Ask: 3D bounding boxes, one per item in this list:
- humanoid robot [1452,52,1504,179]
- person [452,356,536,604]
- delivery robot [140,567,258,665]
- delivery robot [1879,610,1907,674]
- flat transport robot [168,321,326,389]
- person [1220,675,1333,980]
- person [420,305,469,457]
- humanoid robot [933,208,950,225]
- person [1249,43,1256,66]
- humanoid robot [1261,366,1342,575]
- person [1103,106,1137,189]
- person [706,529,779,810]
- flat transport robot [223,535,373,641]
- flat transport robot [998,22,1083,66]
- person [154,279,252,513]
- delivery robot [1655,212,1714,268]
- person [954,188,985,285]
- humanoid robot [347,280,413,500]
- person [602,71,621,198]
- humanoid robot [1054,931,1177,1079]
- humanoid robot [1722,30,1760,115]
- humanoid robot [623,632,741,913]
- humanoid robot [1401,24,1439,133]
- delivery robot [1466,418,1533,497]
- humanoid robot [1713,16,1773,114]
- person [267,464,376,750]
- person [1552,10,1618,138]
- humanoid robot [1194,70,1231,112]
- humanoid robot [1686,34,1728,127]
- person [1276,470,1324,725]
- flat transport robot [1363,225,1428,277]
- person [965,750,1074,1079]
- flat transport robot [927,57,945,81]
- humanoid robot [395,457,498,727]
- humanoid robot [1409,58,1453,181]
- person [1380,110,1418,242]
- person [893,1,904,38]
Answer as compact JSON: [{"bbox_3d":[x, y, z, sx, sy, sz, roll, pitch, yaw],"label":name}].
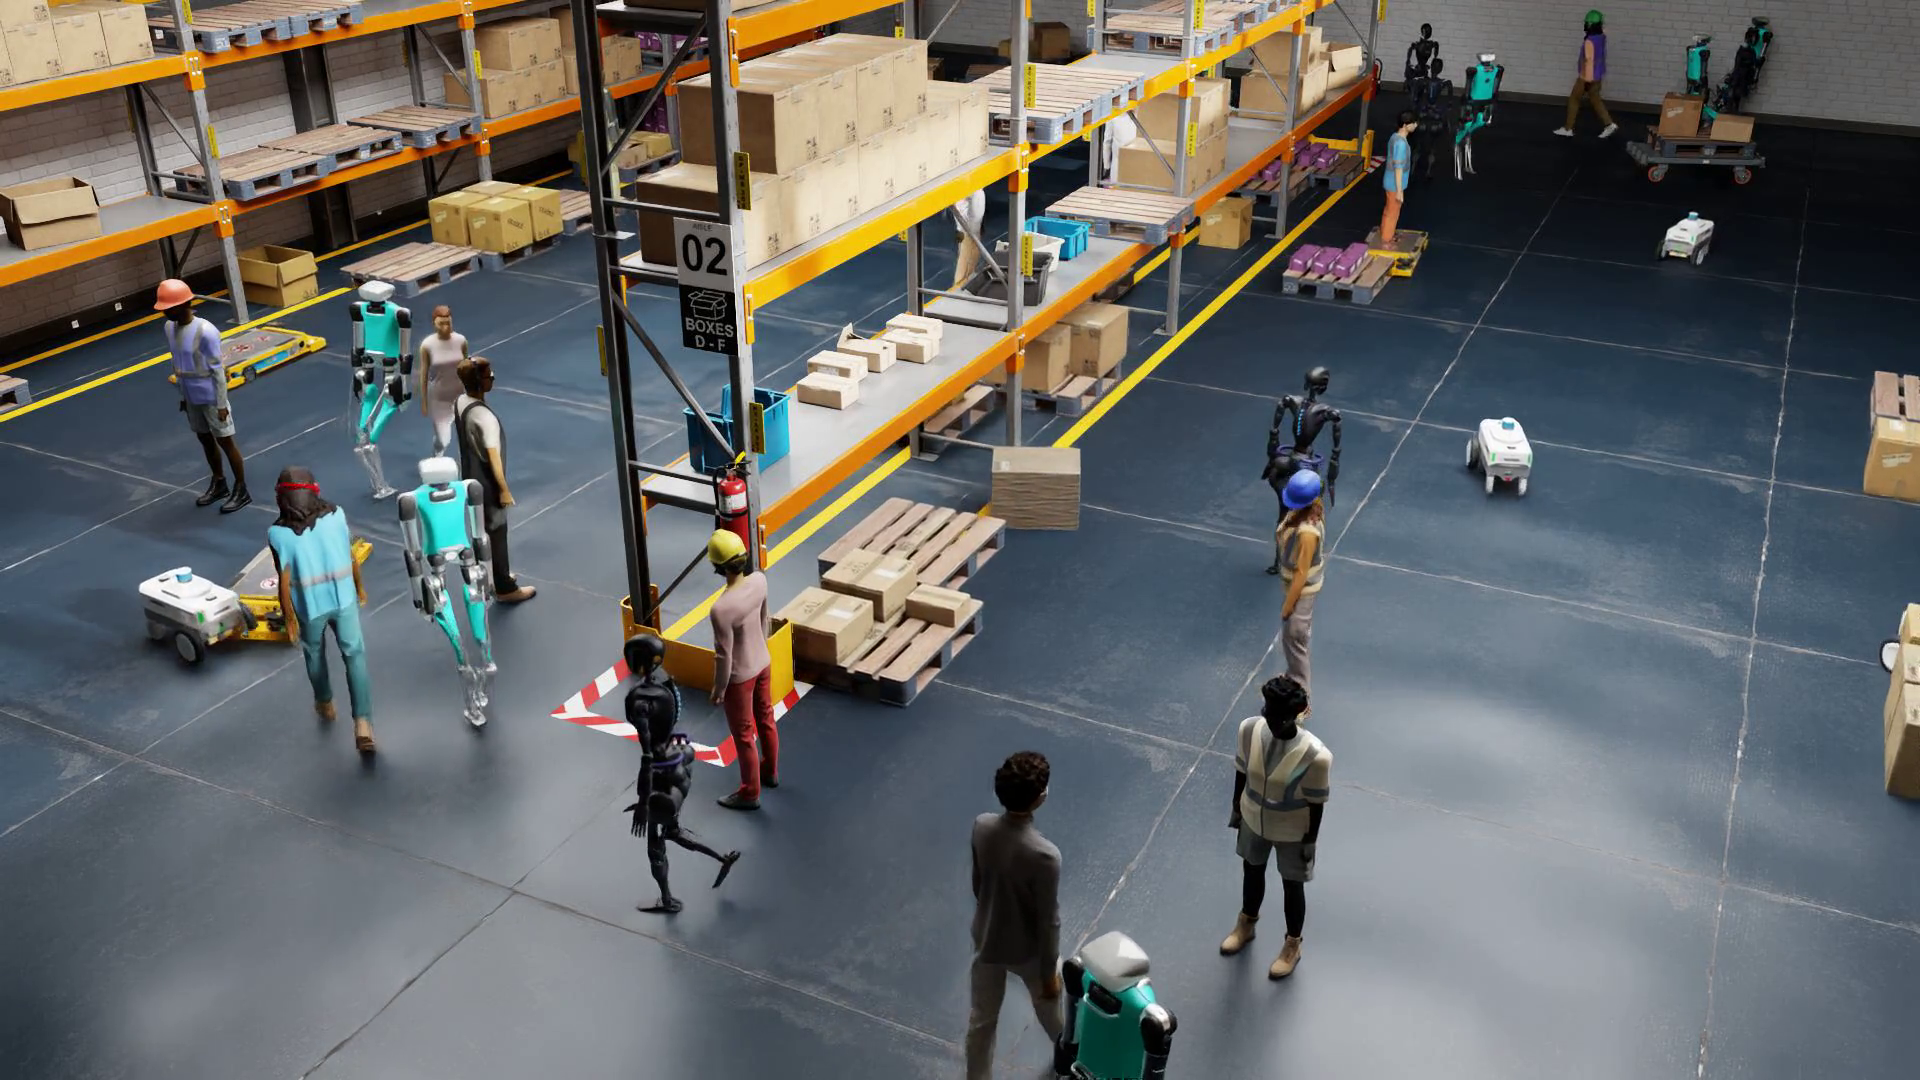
[{"bbox_3d":[7.052,-5.876,22.989,0.541,1.781,0.749,-6,27,-11],"label":"humanoid robot"},{"bbox_3d":[-3.363,-0.428,11.866,0.344,1.846,0.506,-21,33,-35],"label":"person"},{"bbox_3d":[-5.288,0.488,11.486,0.797,0.608,0.499,16,30,28],"label":"delivery robot"},{"bbox_3d":[6.545,0.731,11.000,0.521,0.614,0.785,-10,28,-19],"label":"delivery robot"},{"bbox_3d":[-7.040,-1.820,16.454,0.659,0.231,1.431,10,28,20],"label":"flat transport robot"},{"bbox_3d":[1.579,1.416,8.317,0.535,1.691,0.319,21,33,36],"label":"person"},{"bbox_3d":[-4.196,-1.177,13.604,0.458,1.628,0.660,-15,30,-27],"label":"person"},{"bbox_3d":[-0.056,-4.804,20.912,0.629,1.631,0.608,-22,34,-37],"label":"humanoid robot"},{"bbox_3d":[4.886,-7.691,26.505,0.566,1.875,0.390,23,34,38],"label":"person"},{"bbox_3d":[2.511,-0.515,12.235,0.611,1.654,0.406,19,32,33],"label":"humanoid robot"},{"bbox_3d":[2.043,-4.527,20.081,0.648,1.904,0.404,2,26,4],"label":"person"},{"bbox_3d":[-1.273,0.747,9.590,0.325,1.761,0.522,12,29,23],"label":"person"},{"bbox_3d":[-4.898,0.307,12.158,0.659,0.231,1.431,2,26,5],"label":"flat transport robot"},{"bbox_3d":[1.382,-8.323,29.591,1.431,0.231,0.659,21,33,36],"label":"flat transport robot"},{"bbox_3d":[-6.045,-1.146,13.228,0.542,1.929,0.386,13,29,24],"label":"person"},{"bbox_3d":[8.612,-3.569,19.657,0.499,0.587,0.789,21,33,36],"label":"delivery robot"},{"bbox_3d":[0.105,-3.429,18.088,0.322,1.714,0.712,7,27,13],"label":"person"},{"bbox_3d":[-4.756,-1.119,13.452,0.552,1.824,0.837,6,27,12],"label":"humanoid robot"},{"bbox_3d":[-4.549,-5.121,21.348,0.375,1.840,0.571,0,26,-1],"label":"person"},{"bbox_3d":[0.391,2.374,6.378,1.023,1.762,0.541,-20,33,-35],"label":"humanoid robot"},{"bbox_3d":[11.599,-6.805,24.945,0.460,1.646,0.591,24,35,39],"label":"humanoid robot"},{"bbox_3d":[-1.479,1.244,8.689,0.546,1.639,0.609,2,26,4],"label":"humanoid robot"},{"bbox_3d":[7.101,-7.131,25.651,0.589,1.624,0.783,-8,27,-16],"label":"humanoid robot"},{"bbox_3d":[4.558,-0.733,13.953,0.499,0.609,0.807,4,27,7],"label":"delivery robot"},{"bbox_3d":[11.810,-7.084,25.284,0.735,1.676,0.533,-3,27,-7],"label":"humanoid robot"},{"bbox_3d":[-3.888,0.403,10.202,0.530,1.838,0.906,-13,29,-24],"label":"person"},{"bbox_3d":[9.595,-7.031,25.155,0.889,1.896,0.548,21,33,36],"label":"person"},{"bbox_3d":[3.690,-6.675,24.609,1.014,1.733,0.548,0,26,0],"label":"humanoid robot"},{"bbox_3d":[10.828,-6.409,24.109,0.768,1.803,0.541,-2,26,-3],"label":"humanoid robot"},{"bbox_3d":[2.131,0.286,10.552,0.320,1.737,0.629,3,27,7],"label":"person"},{"bbox_3d":[5.124,-3.428,19.702,0.659,0.231,1.431,10,28,19],"label":"flat transport robot"},{"bbox_3d":[0.315,1.724,7.499,0.572,1.856,0.926,19,32,33],"label":"person"},{"bbox_3d":[-0.734,-6.718,26.349,1.431,0.231,0.659,5,27,9],"label":"flat transport robot"},{"bbox_3d":[-3.074,0.401,10.319,0.535,1.785,0.793,-16,30,-29],"label":"humanoid robot"},{"bbox_3d":[6.473,-5.781,22.858,0.589,1.648,0.348,13,29,24],"label":"humanoid robot"},{"bbox_3d":[5.130,-4.156,19.498,0.339,1.759,0.499,4,27,8],"label":"person"},{"bbox_3d":[-1.026,-9.531,30.274,0.365,1.830,0.502,17,31,30],"label":"person"}]
